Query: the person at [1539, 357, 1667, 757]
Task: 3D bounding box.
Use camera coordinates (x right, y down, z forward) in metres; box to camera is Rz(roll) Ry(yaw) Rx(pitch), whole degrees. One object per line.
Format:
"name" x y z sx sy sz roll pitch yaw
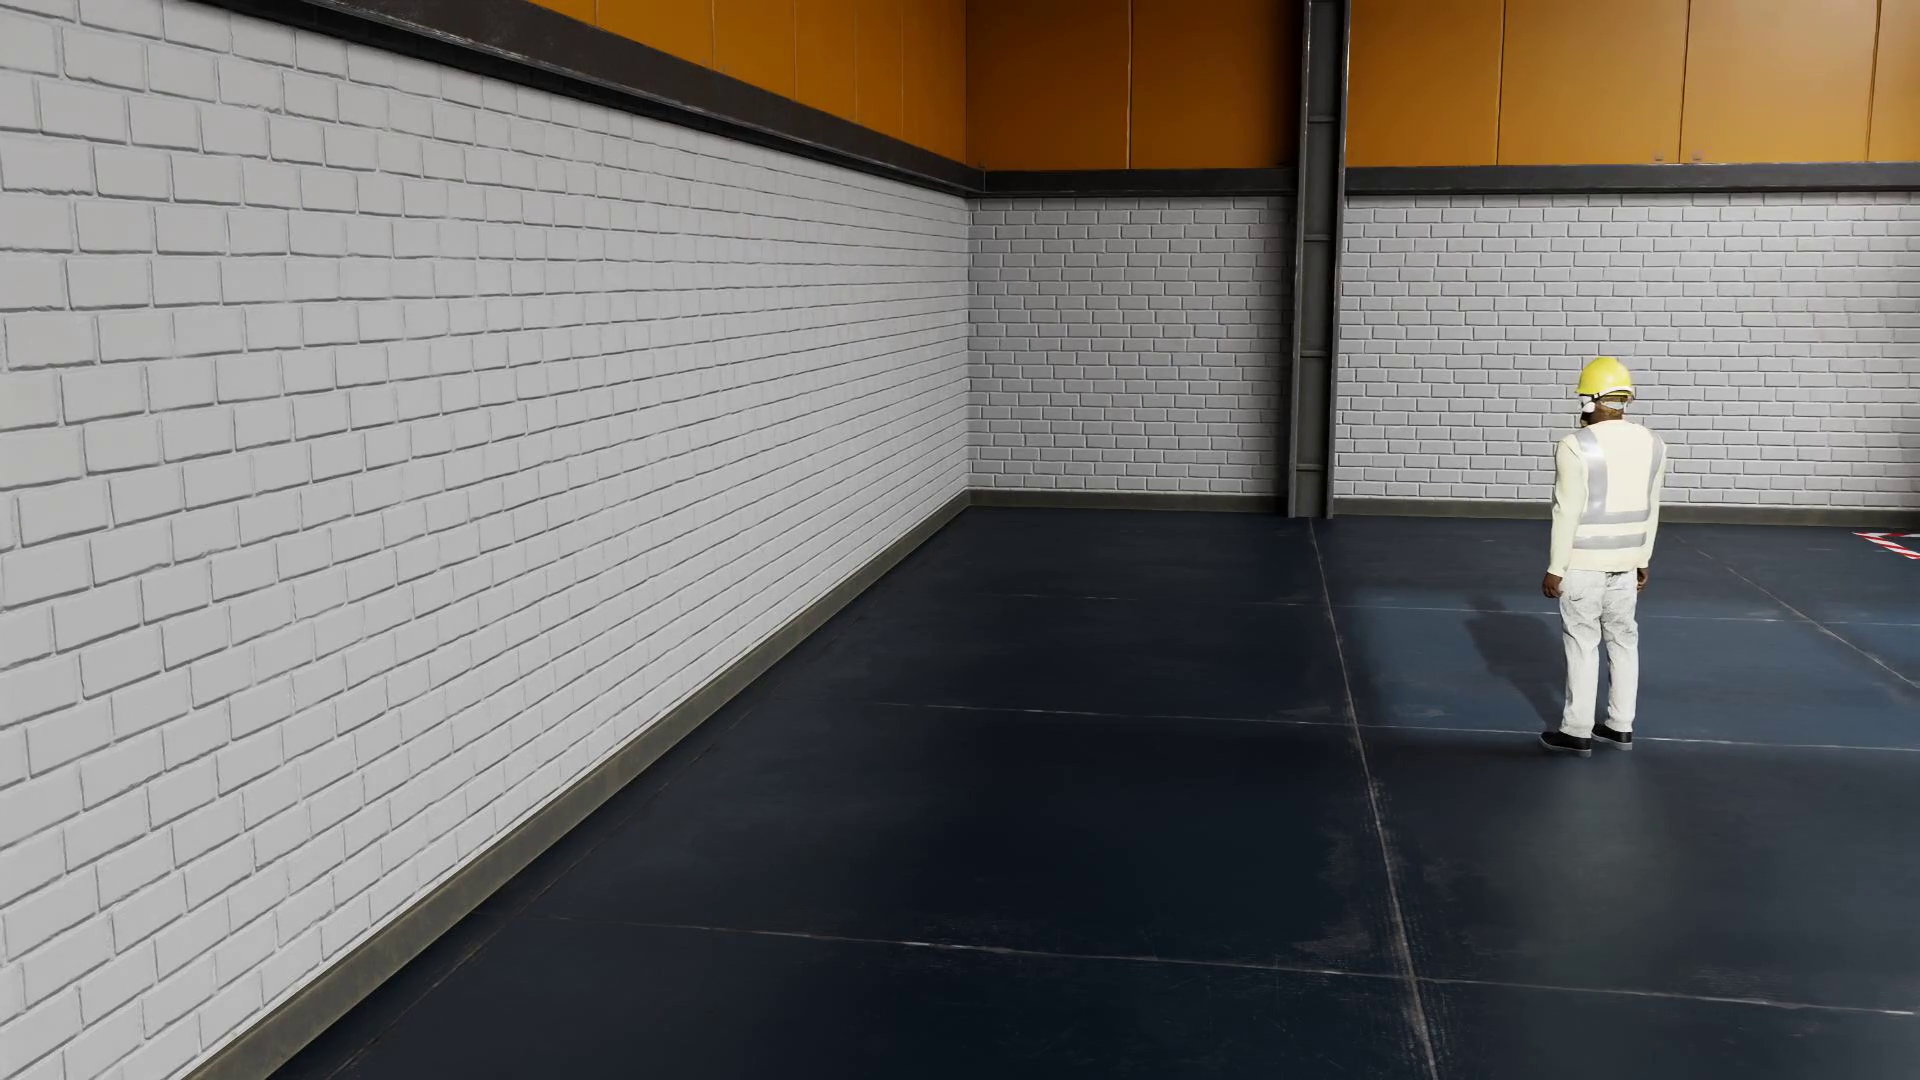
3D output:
"person" 2.924 0.078 7.643 0.600 1.829 0.404 -4 10 -22
